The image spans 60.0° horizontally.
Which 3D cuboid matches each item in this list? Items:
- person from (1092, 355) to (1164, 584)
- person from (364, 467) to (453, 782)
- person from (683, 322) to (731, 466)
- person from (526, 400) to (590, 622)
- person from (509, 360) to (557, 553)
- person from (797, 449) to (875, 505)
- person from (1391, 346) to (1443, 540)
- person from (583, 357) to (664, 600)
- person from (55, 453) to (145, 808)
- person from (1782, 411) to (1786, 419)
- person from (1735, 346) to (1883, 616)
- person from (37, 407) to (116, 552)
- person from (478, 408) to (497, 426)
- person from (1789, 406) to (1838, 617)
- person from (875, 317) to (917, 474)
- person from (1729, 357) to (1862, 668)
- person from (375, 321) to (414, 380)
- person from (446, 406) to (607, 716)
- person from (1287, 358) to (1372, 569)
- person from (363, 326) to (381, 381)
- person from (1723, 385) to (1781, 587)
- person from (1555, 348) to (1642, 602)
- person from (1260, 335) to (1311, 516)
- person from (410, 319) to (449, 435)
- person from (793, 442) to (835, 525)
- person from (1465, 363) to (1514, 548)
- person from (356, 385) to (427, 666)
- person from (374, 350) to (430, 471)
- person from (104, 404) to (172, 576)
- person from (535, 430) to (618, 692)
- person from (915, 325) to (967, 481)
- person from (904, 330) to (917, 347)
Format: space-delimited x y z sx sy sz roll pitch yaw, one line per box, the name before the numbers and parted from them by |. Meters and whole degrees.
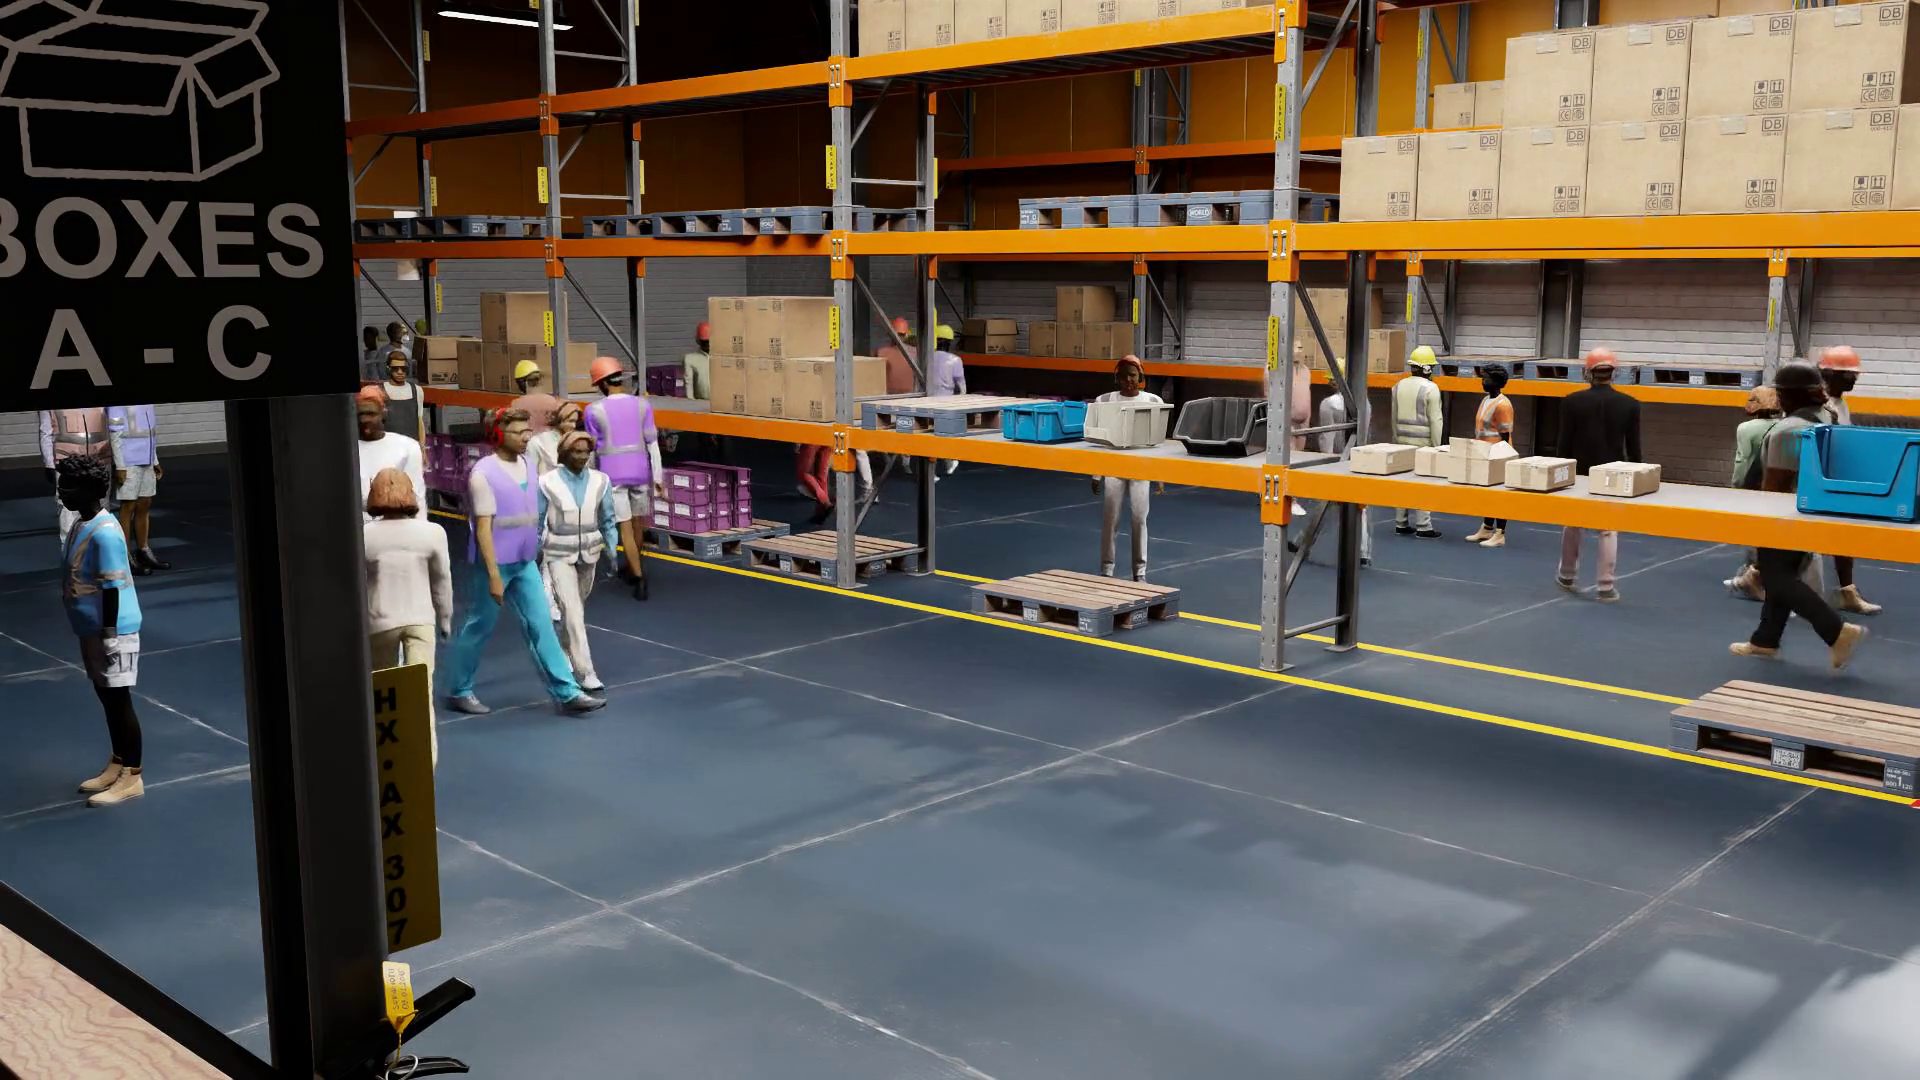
person | 1.331 -0.525 13.212 0.583 1.882 0.337 0 9 1
person | -2.760 0.443 8.210 0.528 1.583 0.887 -4 10 -22
person | -2.861 -1.523 19.137 0.611 1.937 1.013 -2 10 -13
person | -2.923 -0.215 12.146 0.632 1.605 0.549 8 12 40
person | -3.854 -0.740 14.959 0.619 1.744 0.528 9 13 43
person | -1.310 -1.307 18.132 1.038 1.845 0.636 9 13 43
person | 4.358 -0.918 15.780 0.403 1.833 0.586 -5 11 -30
person | -2.674 -0.493 13.045 0.572 1.870 0.869 -6 11 -33
person | -4.114 0.424 7.985 0.321 1.694 0.534 -7 12 -38
person | 7.643 -0.770 15.140 0.504 1.748 0.464 -7 11 -36
person | 6.411 -0.462 12.495 0.612 2.006 1.018 -7 12 -38
person | -7.482 -0.662 14.184 0.626 1.844 0.429 -8 12 -41
person | -5.260 -1.515 19.257 0.669 1.893 0.589 -3 10 -16
person | 6.131 -0.173 11.953 0.516 1.593 0.892 -2 10 -14
person | -0.805 -1.828 20.971 0.617 1.967 0.808 -3 10 -18
person | 5.388 -0.179 10.609 0.680 2.000 0.811 -7 12 -38
person | -6.682 -1.634 19.844 0.372 1.940 0.631 2 10 13
person | -2.545 0.137 9.446 1.004 1.790 0.593 4 10 21
person | 3.212 -0.668 14.352 0.622 1.788 0.919 -6 11 -32
person | -7.686 -1.924 21.983 0.520 1.832 0.907 4 10 22
person | 6.405 -0.422 13.349 0.507 1.632 0.277 -3 10 -17
person | 4.990 -0.519 13.041 0.652 1.936 0.851 2 9 12
person | 3.410 -1.219 17.480 0.650 1.884 0.787 -7 11 -35
person | -7.013 -1.976 22.054 0.618 1.891 0.595 1 9 8
person | -1.403 -1.000 16.529 0.537 1.750 0.440 -9 13 -44
person | 4.906 -0.777 15.322 0.322 1.697 0.531 -1 9 -3
person | -3.502 0.007 10.004 0.603 1.866 0.571 -2 9 -11
person | -4.994 -0.768 14.825 0.517 1.842 0.325 -8 12 -40
person | -6.895 -0.671 13.969 0.385 1.928 0.547 1 9 9
person | -2.381 0.106 10.261 0.525 1.581 0.916 -6 11 -35
person | -0.195 -1.659 20.179 0.609 1.868 0.991 5 11 30
person | -0.642 -2.194 24.002 0.593 1.699 0.438 9 13 43
